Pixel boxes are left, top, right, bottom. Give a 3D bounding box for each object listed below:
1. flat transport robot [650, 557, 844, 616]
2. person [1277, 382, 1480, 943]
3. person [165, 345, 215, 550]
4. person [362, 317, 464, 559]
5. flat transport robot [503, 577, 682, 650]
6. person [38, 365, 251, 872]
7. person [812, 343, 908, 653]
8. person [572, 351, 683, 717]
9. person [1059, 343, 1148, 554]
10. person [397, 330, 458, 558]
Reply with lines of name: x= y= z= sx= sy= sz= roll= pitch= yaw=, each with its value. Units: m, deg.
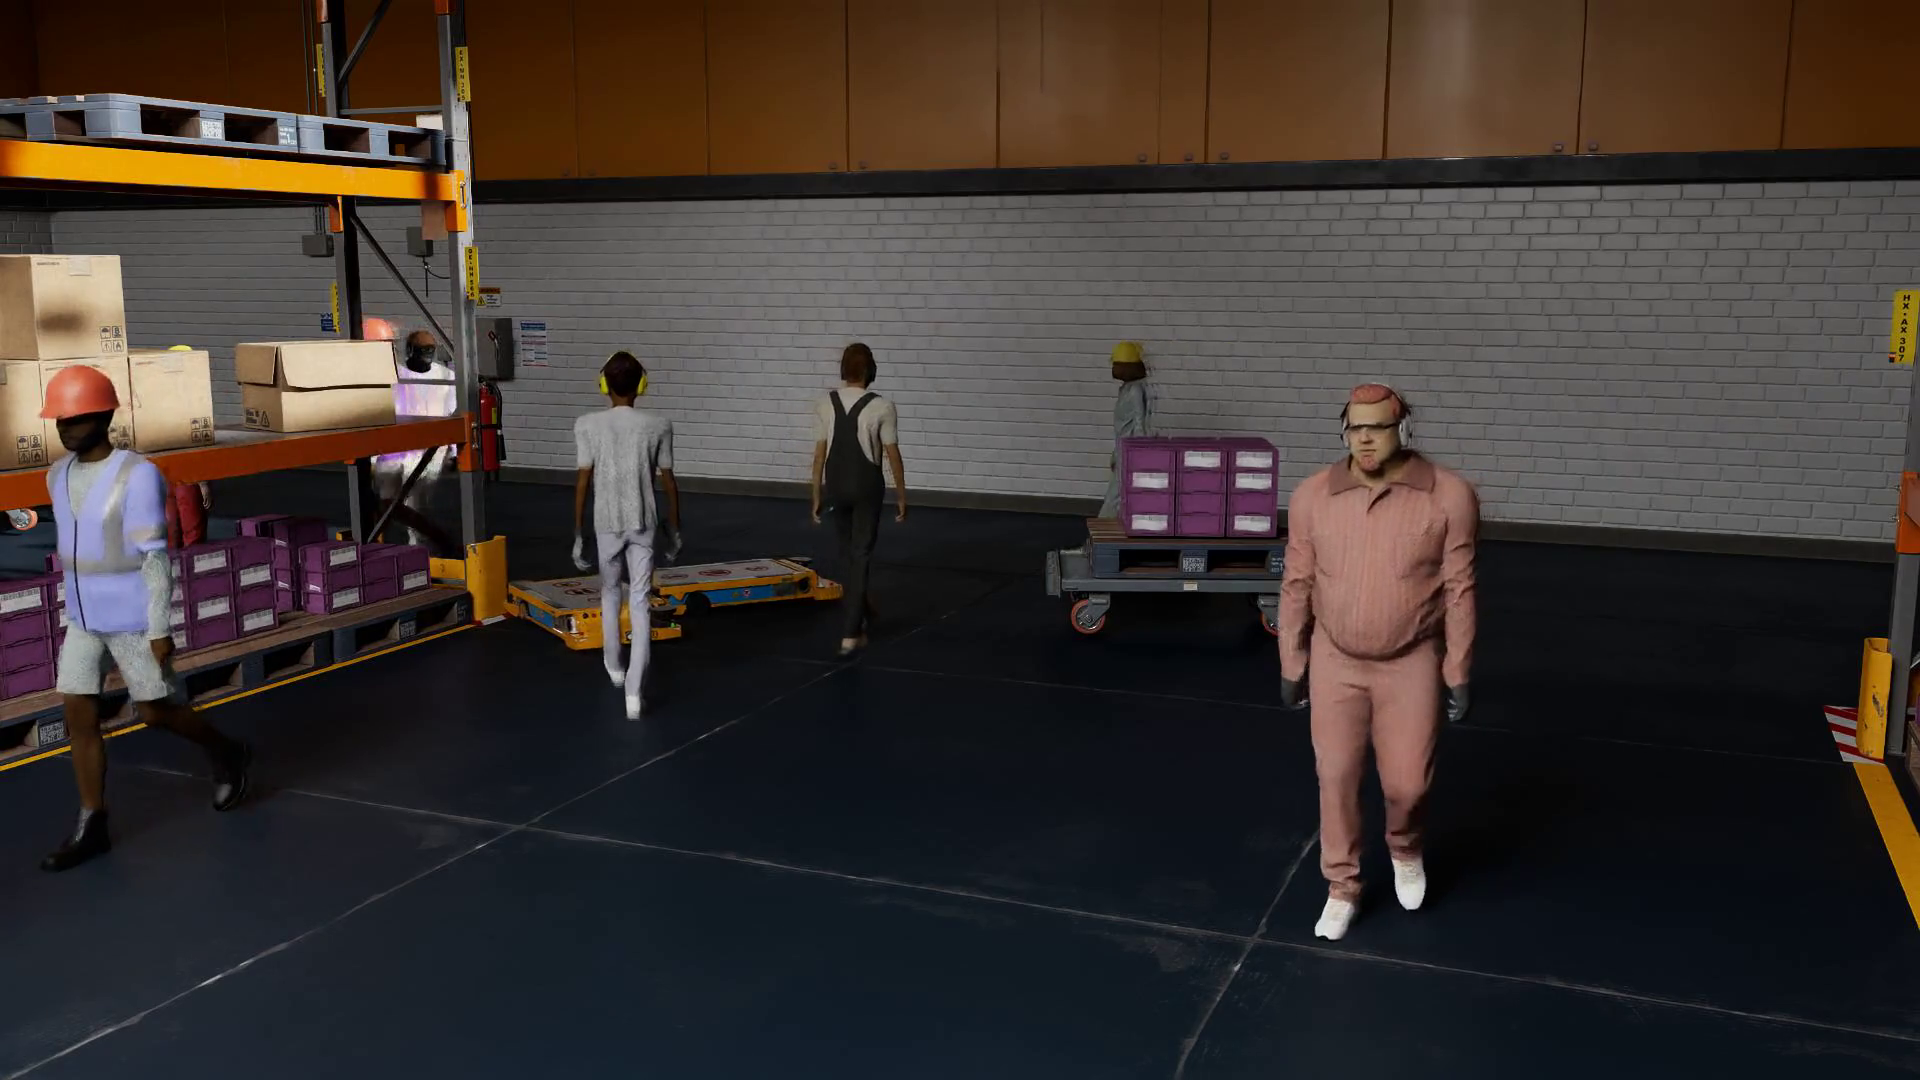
flat transport robot: x=-1.564 y=0.303 z=11.154 sx=1.431 sy=0.197 sz=0.652 roll=-5 pitch=11 yaw=-28
person: x=1.392 y=0.411 z=5.609 sx=0.664 sy=1.888 sz=0.466 roll=4 pitch=10 yaw=24
person: x=-4.933 y=-0.354 z=10.619 sx=0.534 sy=1.767 sz=0.313 roll=6 pitch=11 yaw=34
person: x=-4.059 y=-0.642 z=11.950 sx=0.858 sy=1.911 sz=0.556 roll=-2 pitch=10 yaw=-13
flat transport robot: x=-2.325 y=0.428 z=10.401 sx=0.652 sy=0.197 sz=1.431 roll=-6 pitch=11 yaw=-32
person: x=-3.222 y=0.261 z=6.485 sx=0.554 sy=1.912 sz=0.863 roll=4 pitch=10 yaw=20
person: x=-0.573 y=-0.276 z=10.027 sx=0.541 sy=1.803 sz=0.914 roll=3 pitch=10 yaw=19
person: x=-1.721 y=-0.058 z=8.627 sx=0.561 sy=1.819 sz=0.952 roll=-2 pitch=10 yaw=-11
person: x=1.225 y=-0.625 z=12.448 sx=0.918 sy=1.689 sz=0.503 roll=0 pitch=9 yaw=1
person: x=-4.092 y=-0.679 z=12.540 sx=0.637 sy=1.800 sz=0.897 roll=-7 pitch=12 yaw=-37
